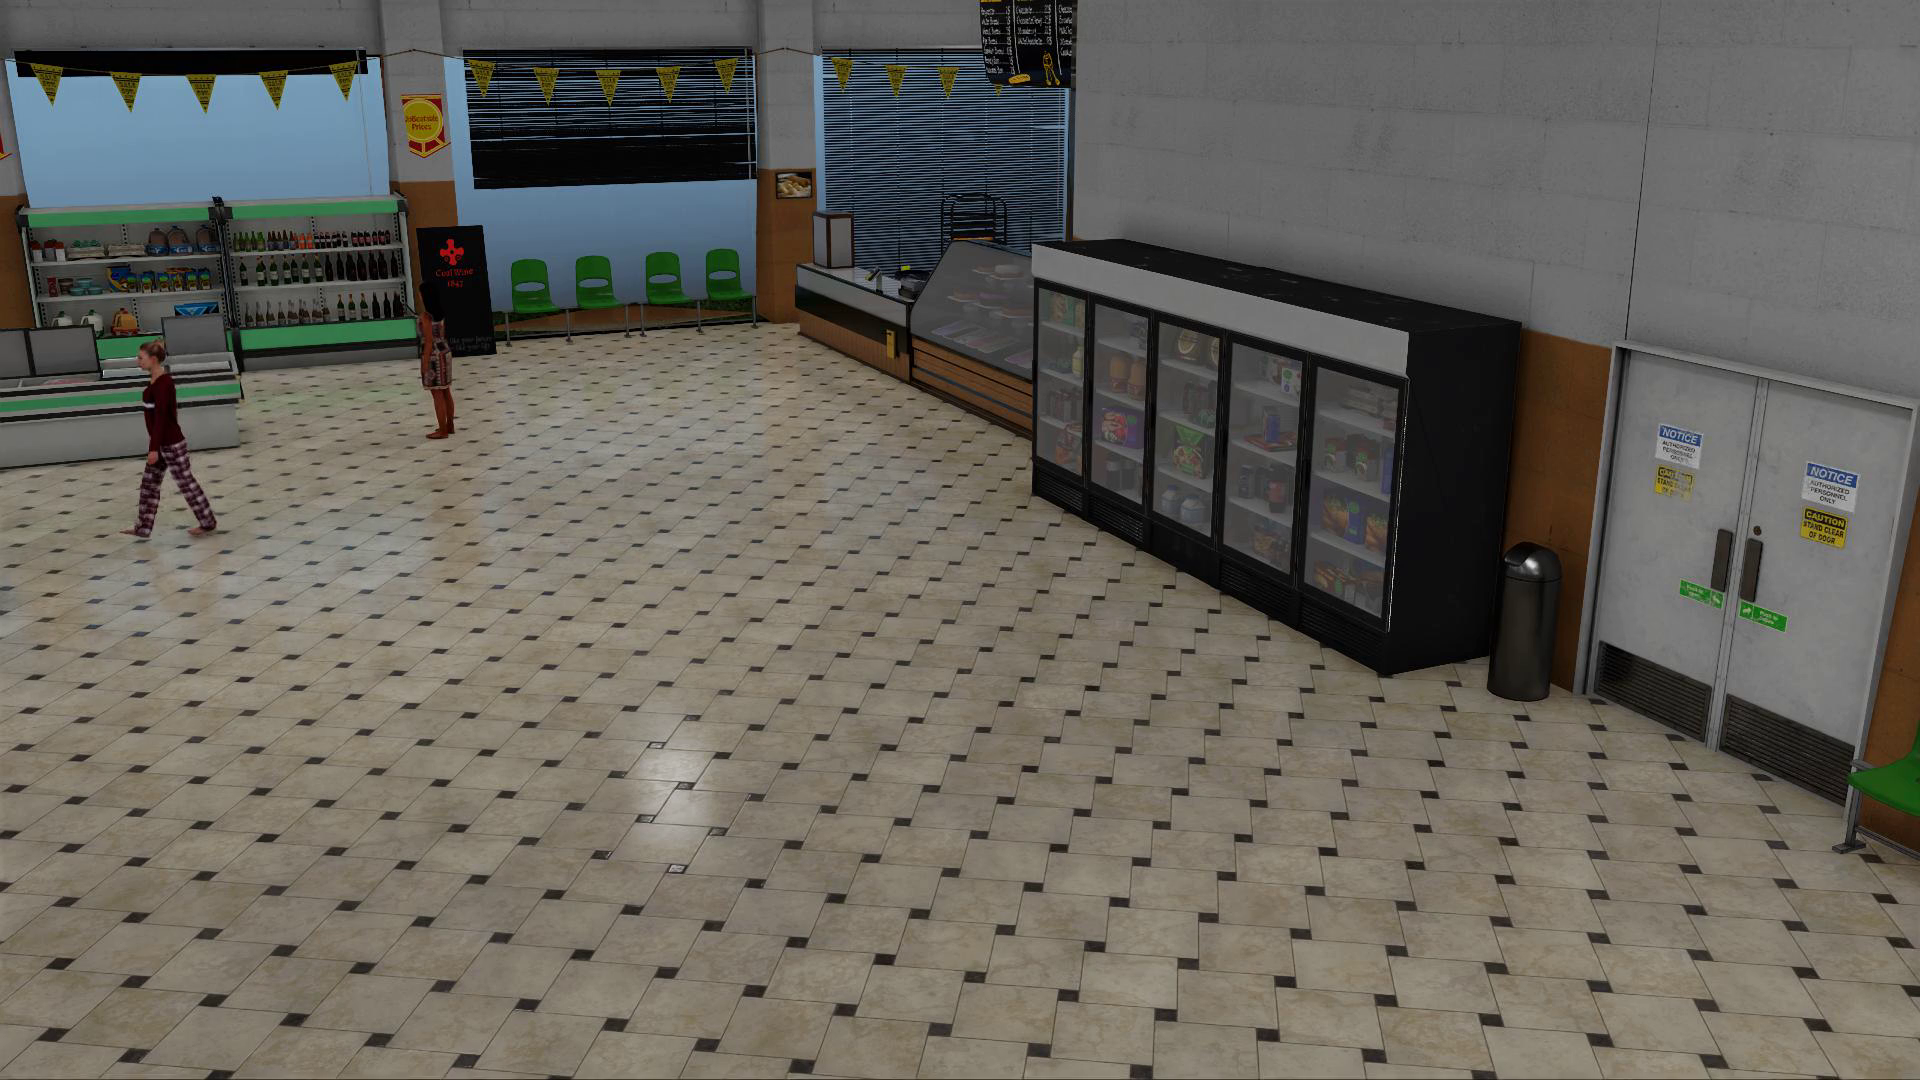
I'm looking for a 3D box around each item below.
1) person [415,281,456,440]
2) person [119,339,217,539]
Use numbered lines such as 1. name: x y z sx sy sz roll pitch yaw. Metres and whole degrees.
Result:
1. person: -5.491 -1.895 17.429 0.721 1.645 0.725 2 17 6
2. person: -6.512 -0.821 13.844 1.021 1.671 0.756 -12 21 -34
